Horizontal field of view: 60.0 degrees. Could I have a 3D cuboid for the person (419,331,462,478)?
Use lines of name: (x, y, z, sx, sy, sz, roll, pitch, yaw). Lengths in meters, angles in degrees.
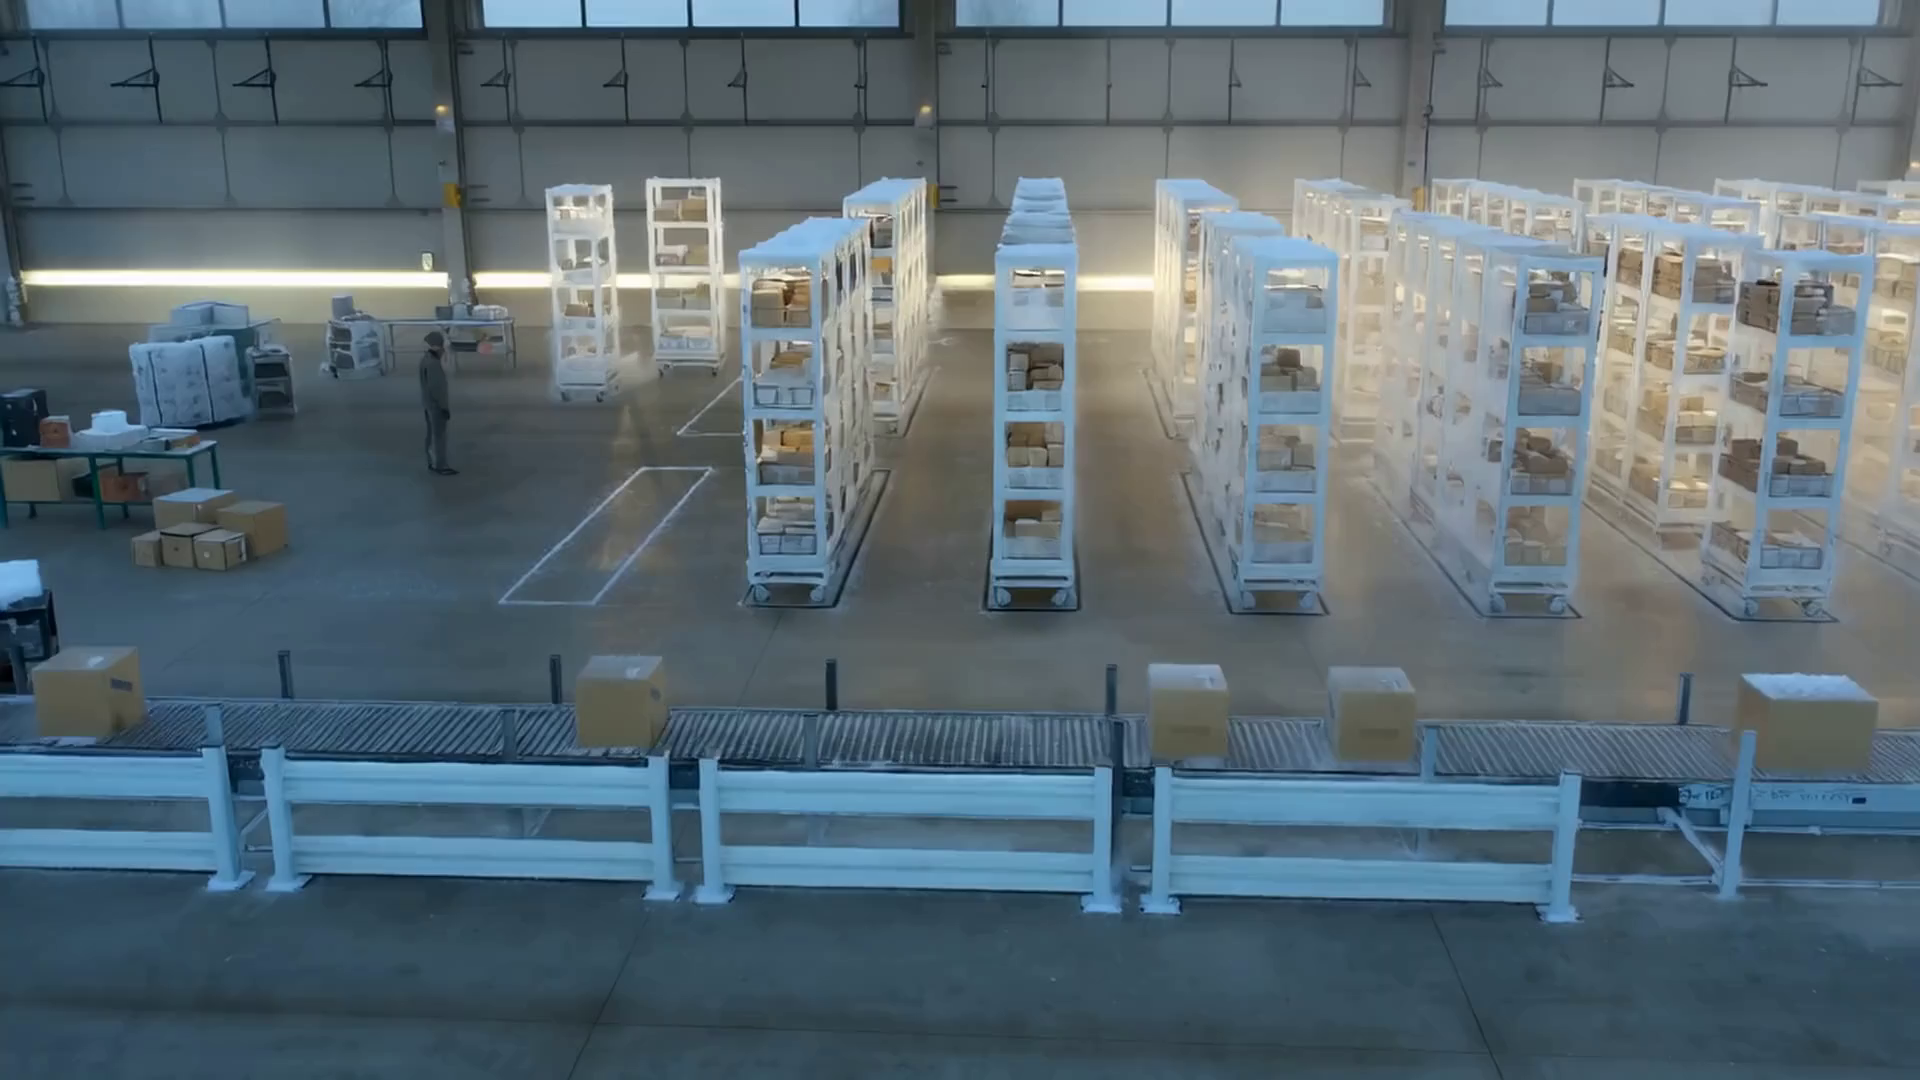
person: (-7.101, -1.845, 22.607, 0.394, 1.994, 0.612, -13, 20, -39)
